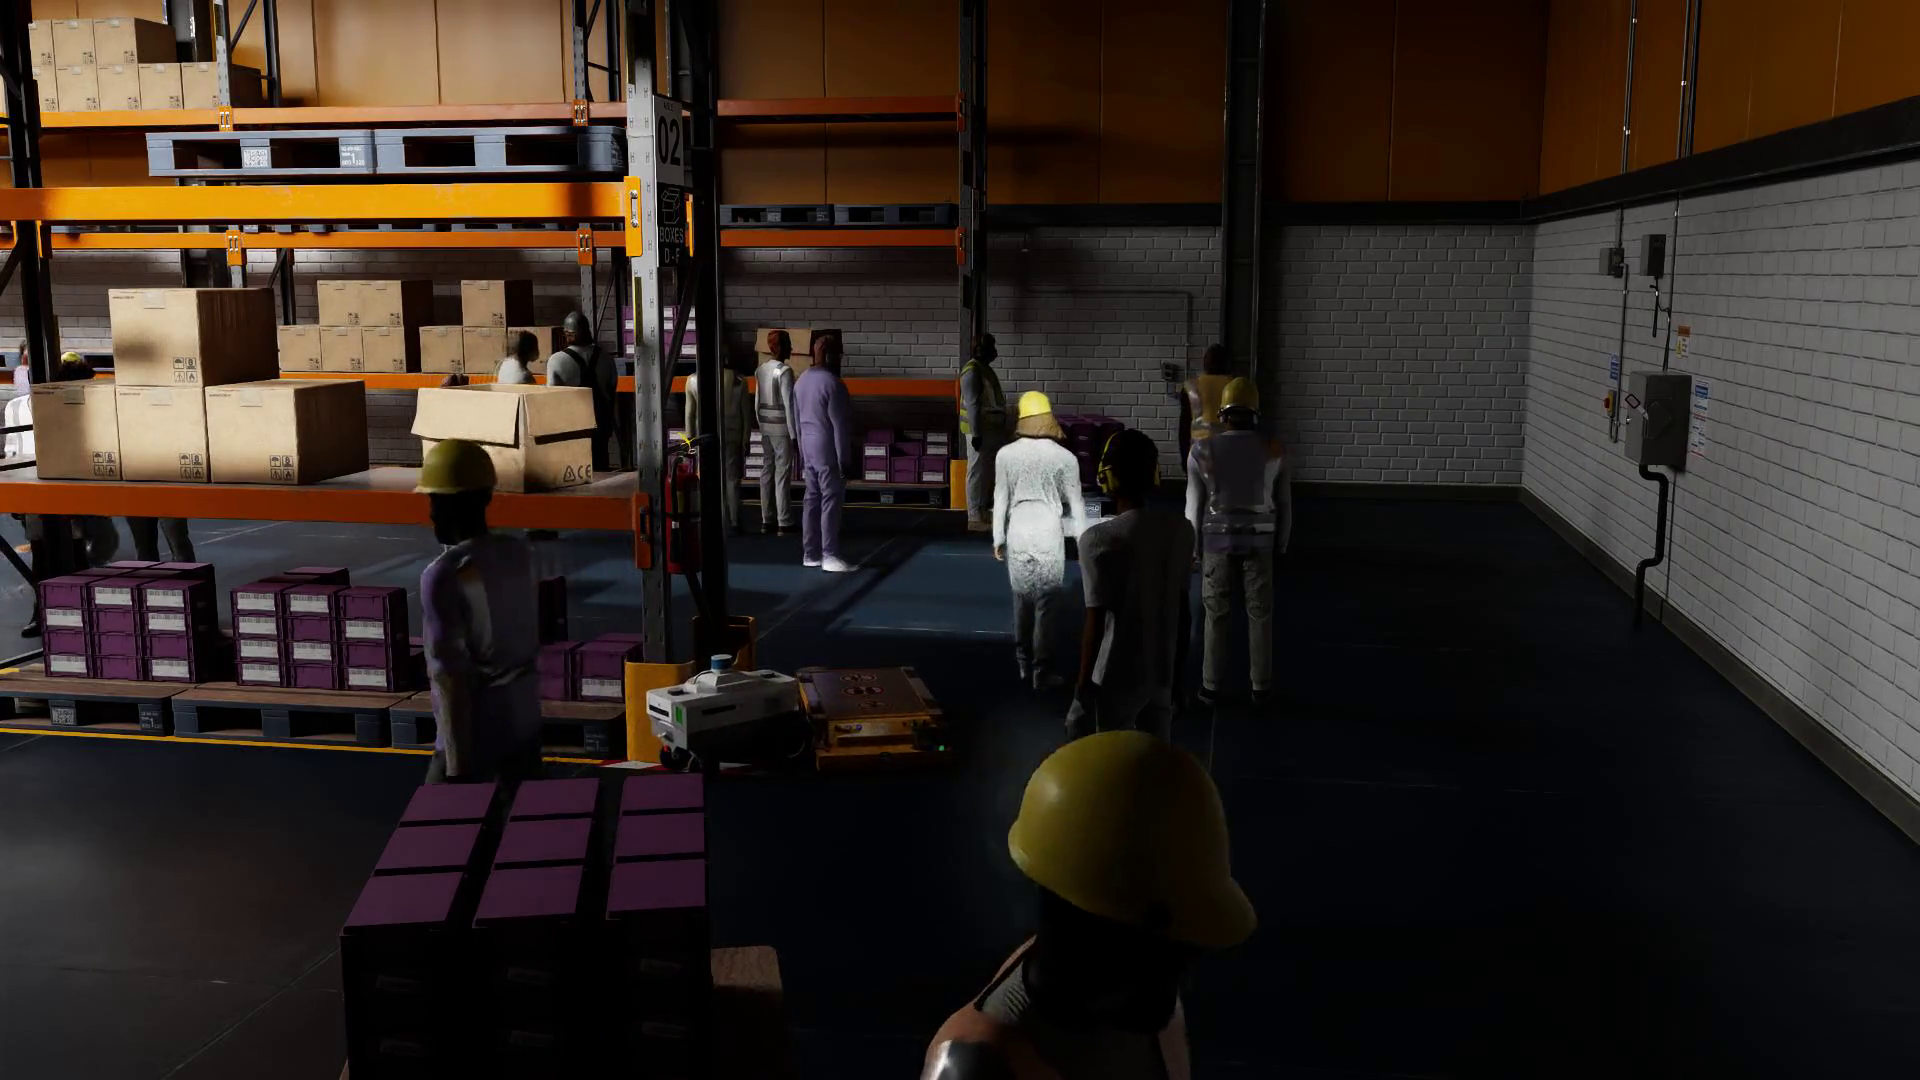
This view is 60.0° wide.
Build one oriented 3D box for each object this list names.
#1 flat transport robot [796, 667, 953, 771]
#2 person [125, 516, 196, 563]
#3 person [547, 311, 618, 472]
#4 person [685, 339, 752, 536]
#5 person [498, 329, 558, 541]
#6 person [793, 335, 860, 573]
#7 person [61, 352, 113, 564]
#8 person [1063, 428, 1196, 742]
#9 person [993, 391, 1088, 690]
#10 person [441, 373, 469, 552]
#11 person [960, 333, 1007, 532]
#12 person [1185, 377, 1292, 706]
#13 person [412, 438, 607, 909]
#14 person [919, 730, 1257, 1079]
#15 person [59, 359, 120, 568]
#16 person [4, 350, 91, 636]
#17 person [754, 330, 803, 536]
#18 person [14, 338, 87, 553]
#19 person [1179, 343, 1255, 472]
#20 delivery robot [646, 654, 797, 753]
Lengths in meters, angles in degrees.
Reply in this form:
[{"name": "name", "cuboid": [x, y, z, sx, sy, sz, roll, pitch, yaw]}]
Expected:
[{"name": "flat transport robot", "cuboid": [-0.477, 0.892, 8.616, 0.652, 0.197, 1.431, -2, 9, -10]}, {"name": "person", "cuboid": [-5.506, -0.383, 11.377, 0.638, 1.937, 0.356, 1, 9, 4]}, {"name": "person", "cuboid": [-3.634, -1.159, 15.877, 0.683, 2.000, 0.538, -6, 11, -35]}, {"name": "person", "cuboid": [-2.202, -0.944, 15.193, 0.600, 1.827, 0.404, -1, 9, -8]}, {"name": "person", "cuboid": [-3.979, -0.905, 14.707, 0.746, 1.913, 0.651, -6, 11, -31]}, {"name": "person", "cuboid": [-1.061, -0.694, 13.409, 0.403, 1.906, 0.651, -7, 11, -37]}, {"name": "person", "cuboid": [-7.153, -0.636, 13.480, 0.317, 1.769, 0.522, 7, 12, 38]}, {"name": "person", "cuboid": [0.599, 0.532, 5.933, 0.518, 1.865, 0.328, -6, 11, -32]}, {"name": "person", "cuboid": [0.490, -0.004, 9.689, 0.539, 1.722, 0.511, 4, 10, 21]}, {"name": "person", "cuboid": [-3.826, -0.449, 12.712, 0.307, 1.641, 0.514, -5, 10, -28]}, {"name": "person", "cuboid": [0.220, -1.011, 15.566, 0.429, 1.847, 0.624, 2, 9, 13]}, {"name": "person", "cuboid": [1.537, 0.016, 9.227, 0.586, 1.833, 0.403, 0, 9, 2]}, {"name": "person", "cuboid": [-1.526, 0.599, 5.477, 0.990, 1.884, 0.607, 3, 10, 18]}, {"name": "person", "cuboid": [0.053, 1.128, 2.154, 0.737, 1.892, 0.643, 5, 10, 27]}, {"name": "person", "cuboid": [-5.999, -0.307, 11.262, 0.450, 1.822, 0.642, -1, 9, -4]}, {"name": "person", "cuboid": [-6.018, -0.326, 11.016, 0.544, 1.942, 0.347, -2, 9, -10]}, {"name": "person", "cuboid": [-1.657, -0.978, 15.244, 0.357, 1.883, 0.573, -7, 12, -37]}, {"name": "person", "cuboid": [-7.770, -0.806, 14.150, 0.700, 1.903, 0.397, 7, 11, 36]}, {"name": "person", "cuboid": [2.150, -0.729, 13.918, 0.633, 1.823, 0.687, 1, 9, 5]}, {"name": "delivery robot", "cuboid": [-1.149, 0.798, 8.043, 0.707, 0.478, 0.477, -7, 12, -39]}]
